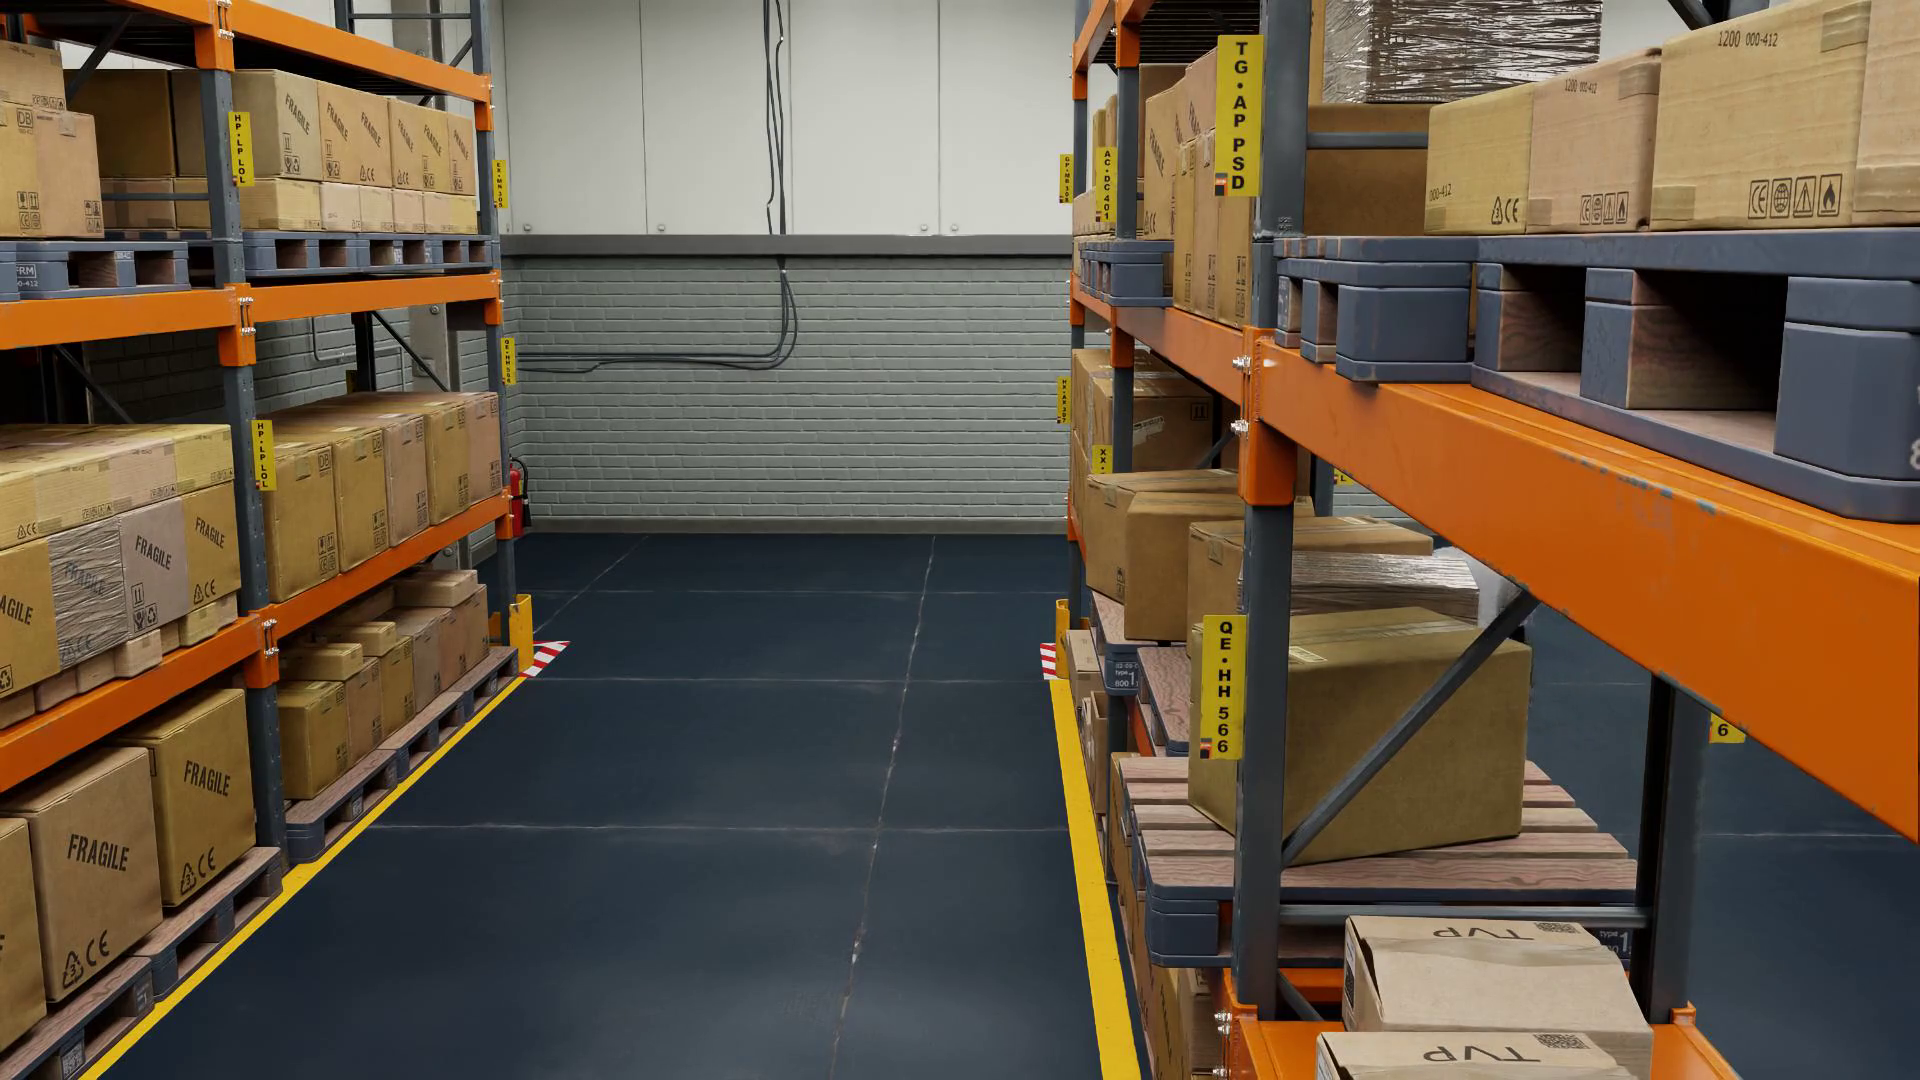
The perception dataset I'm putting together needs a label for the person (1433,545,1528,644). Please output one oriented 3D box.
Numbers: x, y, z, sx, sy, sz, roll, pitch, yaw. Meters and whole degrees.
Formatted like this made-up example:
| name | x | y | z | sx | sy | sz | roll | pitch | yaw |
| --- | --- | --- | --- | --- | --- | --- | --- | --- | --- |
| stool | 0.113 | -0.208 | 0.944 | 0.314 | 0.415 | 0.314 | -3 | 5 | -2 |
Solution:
| name | x | y | z | sx | sy | sz | roll | pitch | yaw |
| --- | --- | --- | --- | --- | --- | --- | --- | --- | --- |
| person | 2.465 | 0.643 | 8.124 | 0.609 | 1.925 | 0.994 | 0 | 10 | 3 |
